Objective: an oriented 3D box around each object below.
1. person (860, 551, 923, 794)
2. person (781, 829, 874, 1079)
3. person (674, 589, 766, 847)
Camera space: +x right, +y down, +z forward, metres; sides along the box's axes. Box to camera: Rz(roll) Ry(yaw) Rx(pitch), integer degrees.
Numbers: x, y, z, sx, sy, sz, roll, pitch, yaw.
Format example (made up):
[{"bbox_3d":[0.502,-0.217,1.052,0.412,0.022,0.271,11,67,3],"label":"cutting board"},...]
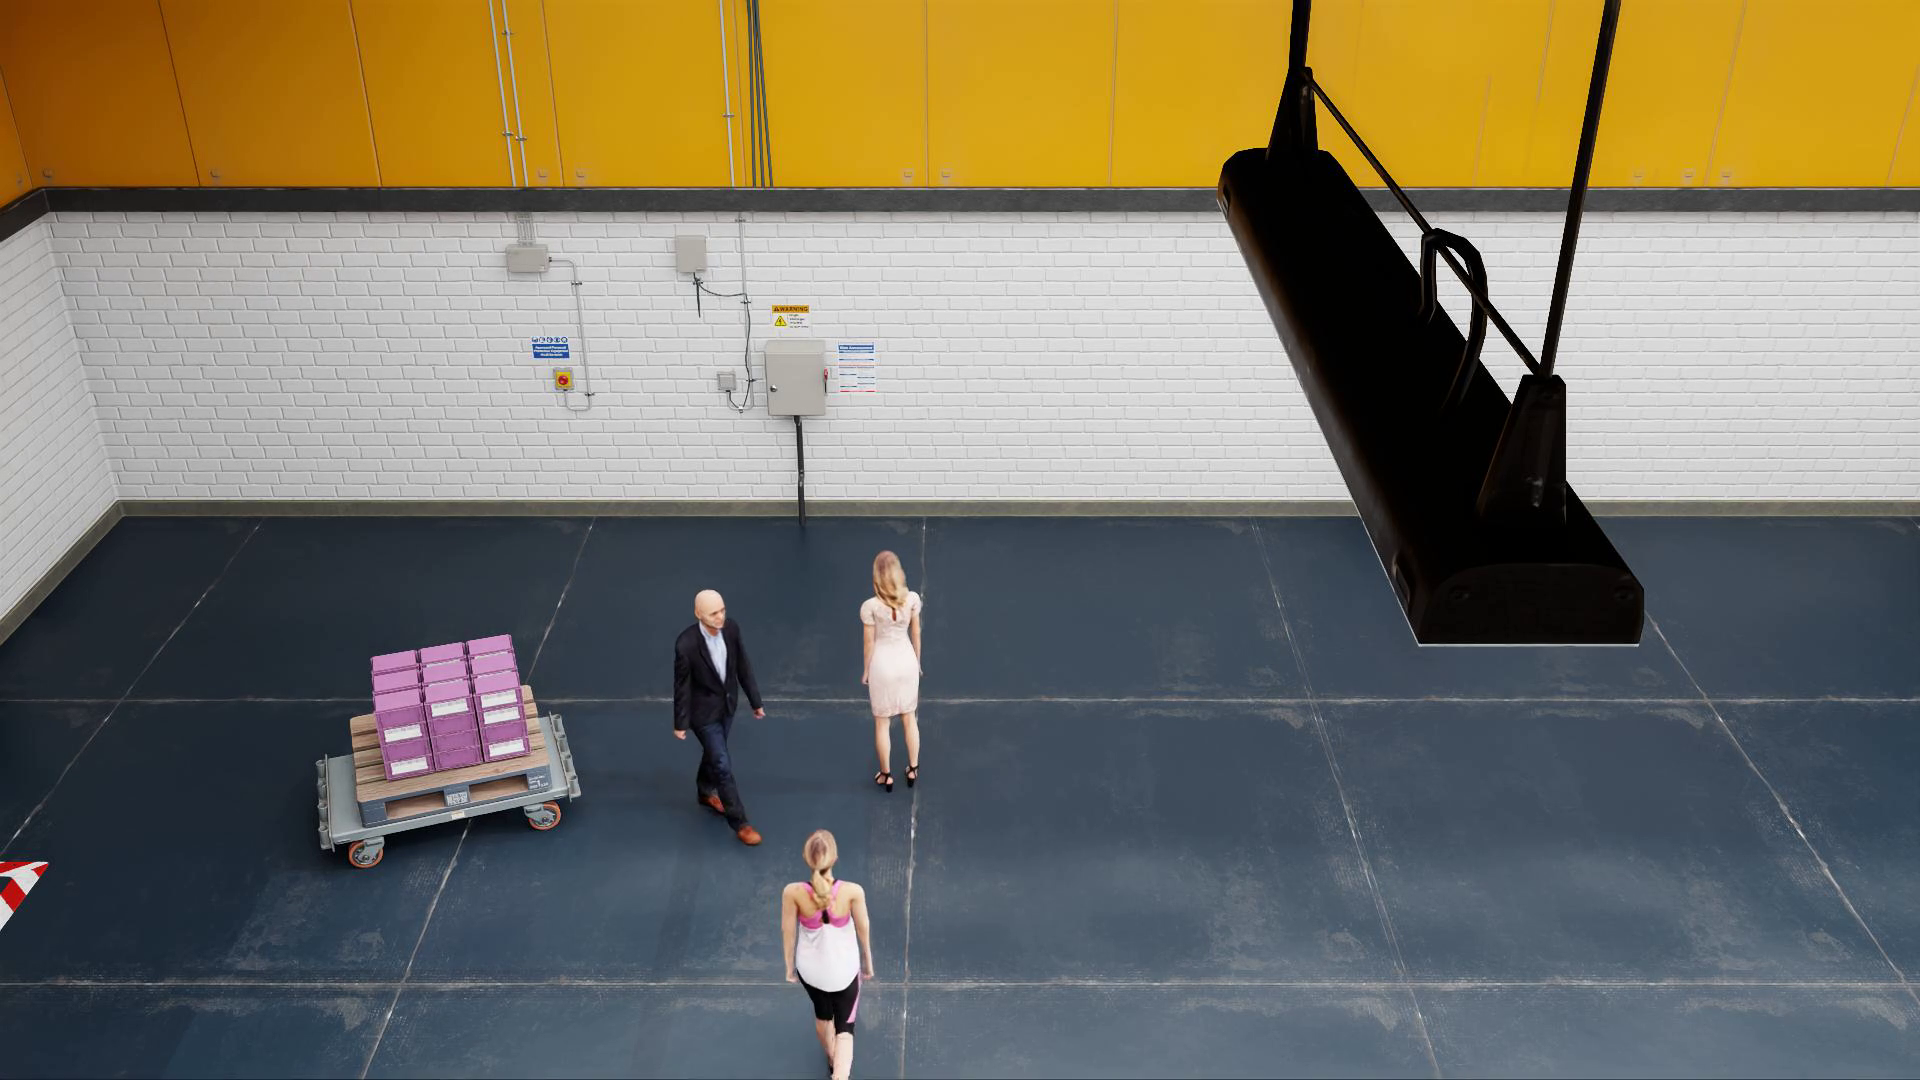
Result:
[{"bbox_3d":[-0.455,0.892,11.193,0.635,1.829,0.612,-9,30,-17],"label":"person"},{"bbox_3d":[-0.689,2.307,8.664,0.609,1.768,1.021,-1,29,-1],"label":"person"},{"bbox_3d":[-1.672,1.075,10.914,1.137,1.775,1.091,23,36,36],"label":"person"}]
